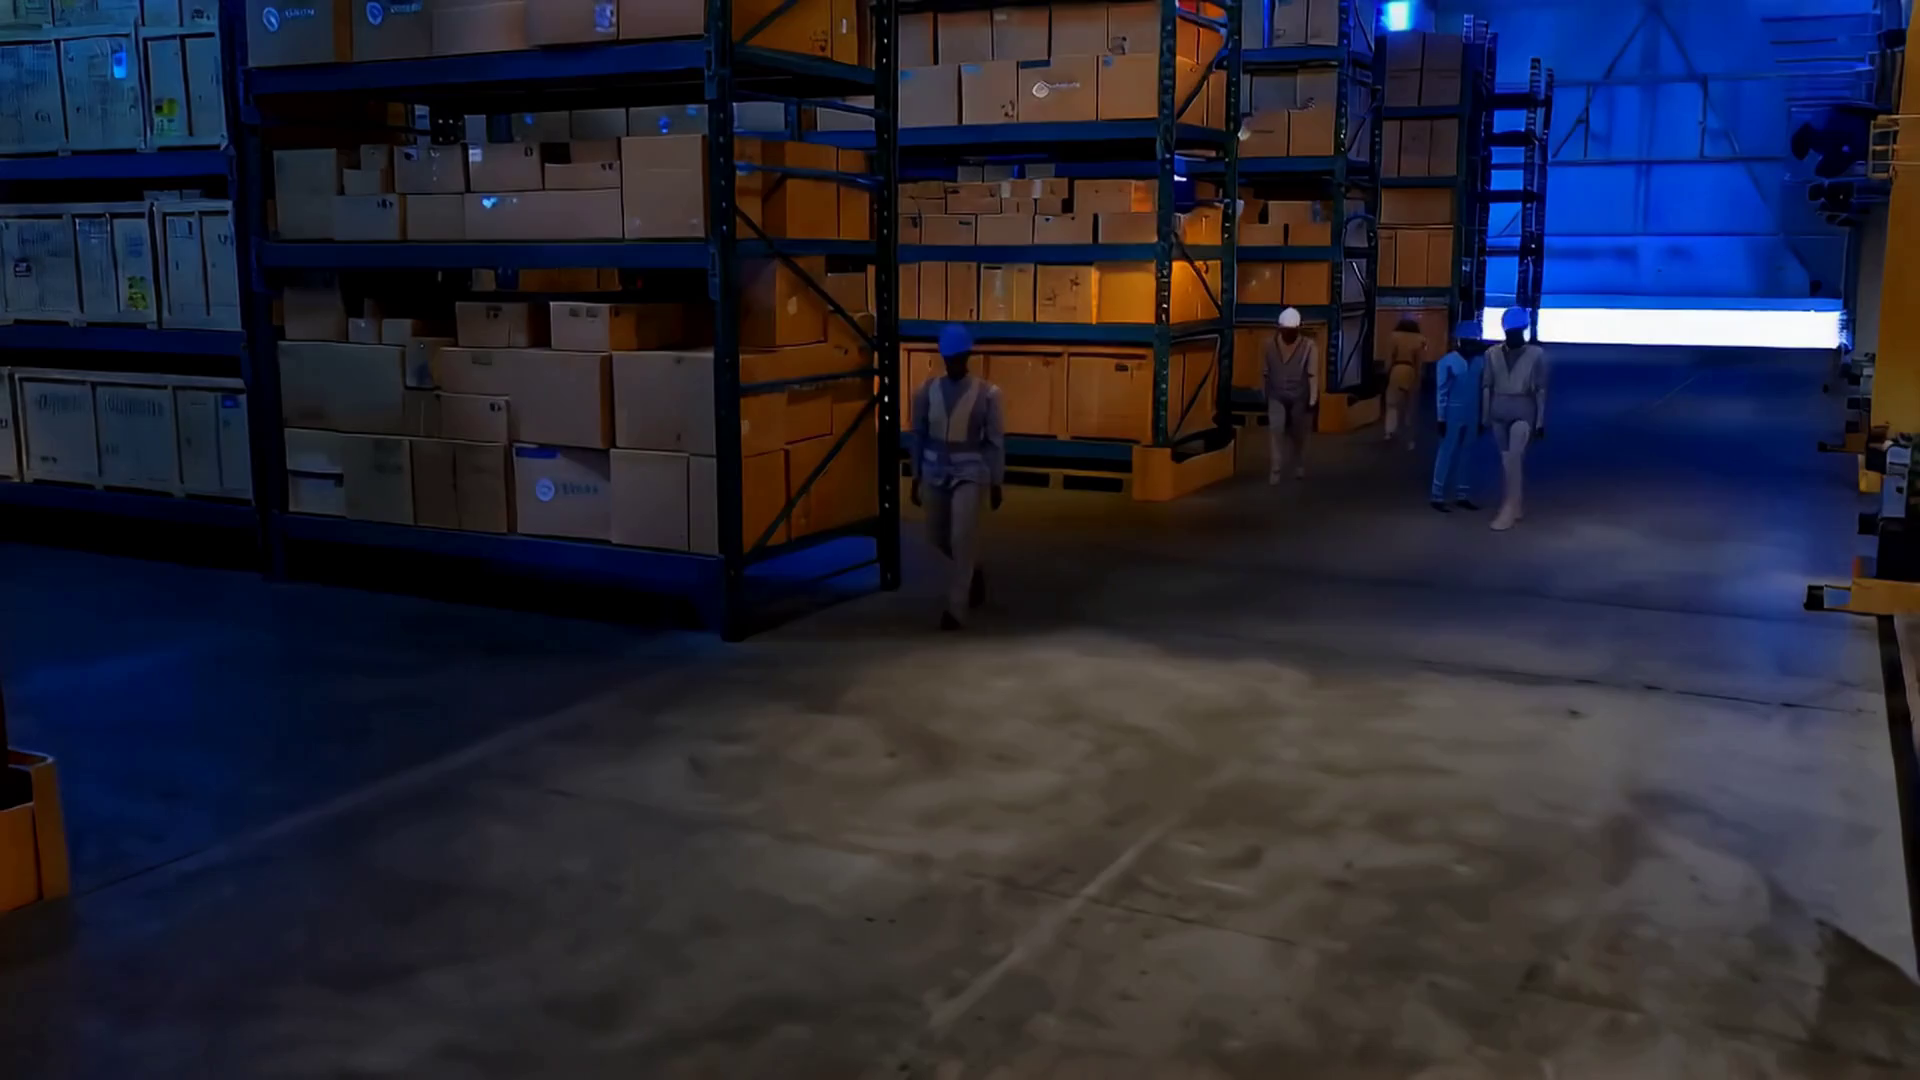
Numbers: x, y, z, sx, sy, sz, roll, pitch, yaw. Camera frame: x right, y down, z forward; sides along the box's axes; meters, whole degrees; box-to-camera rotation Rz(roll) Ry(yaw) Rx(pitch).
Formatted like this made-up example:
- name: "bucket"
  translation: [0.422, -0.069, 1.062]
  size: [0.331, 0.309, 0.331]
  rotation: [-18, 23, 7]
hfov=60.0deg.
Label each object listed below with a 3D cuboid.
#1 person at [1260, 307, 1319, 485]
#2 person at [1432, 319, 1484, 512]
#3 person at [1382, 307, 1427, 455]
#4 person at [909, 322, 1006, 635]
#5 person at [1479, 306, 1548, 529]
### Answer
- name: "person"
  translation: [3.368, -1.481, 16.983]
  size: [0.597, 1.798, 0.865]
  rotation: [3, 10, 18]
- name: "person"
  translation: [4.541, -1.118, 15.015]
  size: [0.566, 1.742, 0.351]
  rotation: [-5, 11, -27]
- name: "person"
  translation: [5.148, -1.845, 19.322]
  size: [0.486, 1.708, 0.820]
  rotation: [5, 11, 25]
- name: "person"
  translation: [0.004, -0.417, 10.477]
  size: [0.603, 1.918, 0.870]
  rotation: [4, 11, 23]
- name: "person"
  translation: [4.787, -1.078, 14.399]
  size: [0.544, 1.883, 1.018]
  rotation: [7, 12, 35]
